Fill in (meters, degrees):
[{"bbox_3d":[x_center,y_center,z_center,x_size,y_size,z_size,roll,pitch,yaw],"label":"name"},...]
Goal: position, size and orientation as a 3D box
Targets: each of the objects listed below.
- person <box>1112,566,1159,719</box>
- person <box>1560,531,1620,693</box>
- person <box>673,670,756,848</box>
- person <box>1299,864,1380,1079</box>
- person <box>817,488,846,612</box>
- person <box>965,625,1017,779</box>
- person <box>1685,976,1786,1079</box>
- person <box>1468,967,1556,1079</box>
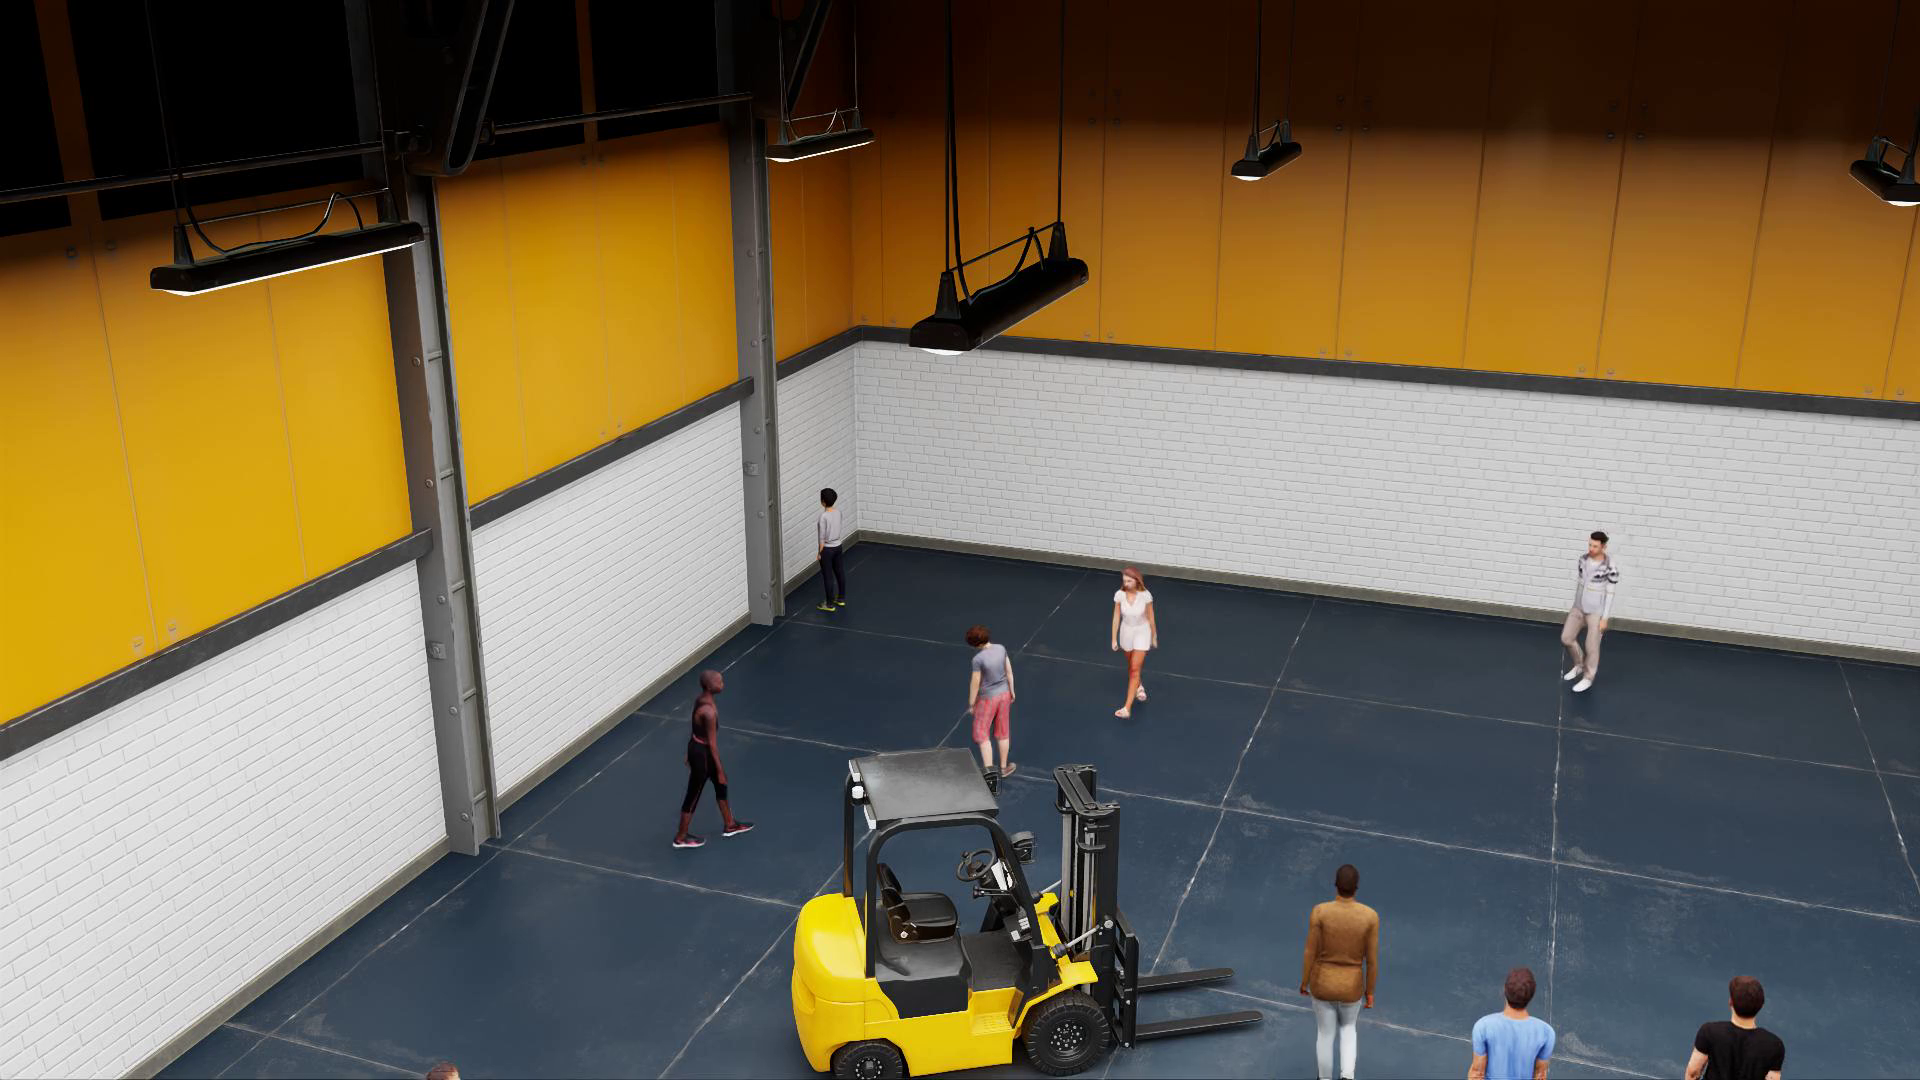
[{"bbox_3d":[1.899,1.040,17.767,0.621,1.633,1.103,5,19,15],"label":"person"},{"bbox_3d":[7.000,0.746,18.301,0.861,1.850,0.819,-10,21,-27],"label":"person"},{"bbox_3d":[-2.406,1.977,14.845,0.997,1.722,1.017,-5,19,-15],"label":"person"},{"bbox_3d":[2.594,3.101,11.378,0.741,1.805,0.788,1,19,4],"label":"person"},{"bbox_3d":[-1.605,0.102,20.680,0.660,1.552,0.512,14,23,35],"label":"person"},{"bbox_3d":[0.370,1.570,16.218,0.784,1.618,0.895,-6,19,-17],"label":"person"},{"bbox_3d":[4.629,3.553,10.027,0.695,1.810,1.218,5,19,16],"label":"person"},{"bbox_3d":[3.342,3.469,10.191,0.688,1.865,0.650,2,19,6],"label":"person"}]
